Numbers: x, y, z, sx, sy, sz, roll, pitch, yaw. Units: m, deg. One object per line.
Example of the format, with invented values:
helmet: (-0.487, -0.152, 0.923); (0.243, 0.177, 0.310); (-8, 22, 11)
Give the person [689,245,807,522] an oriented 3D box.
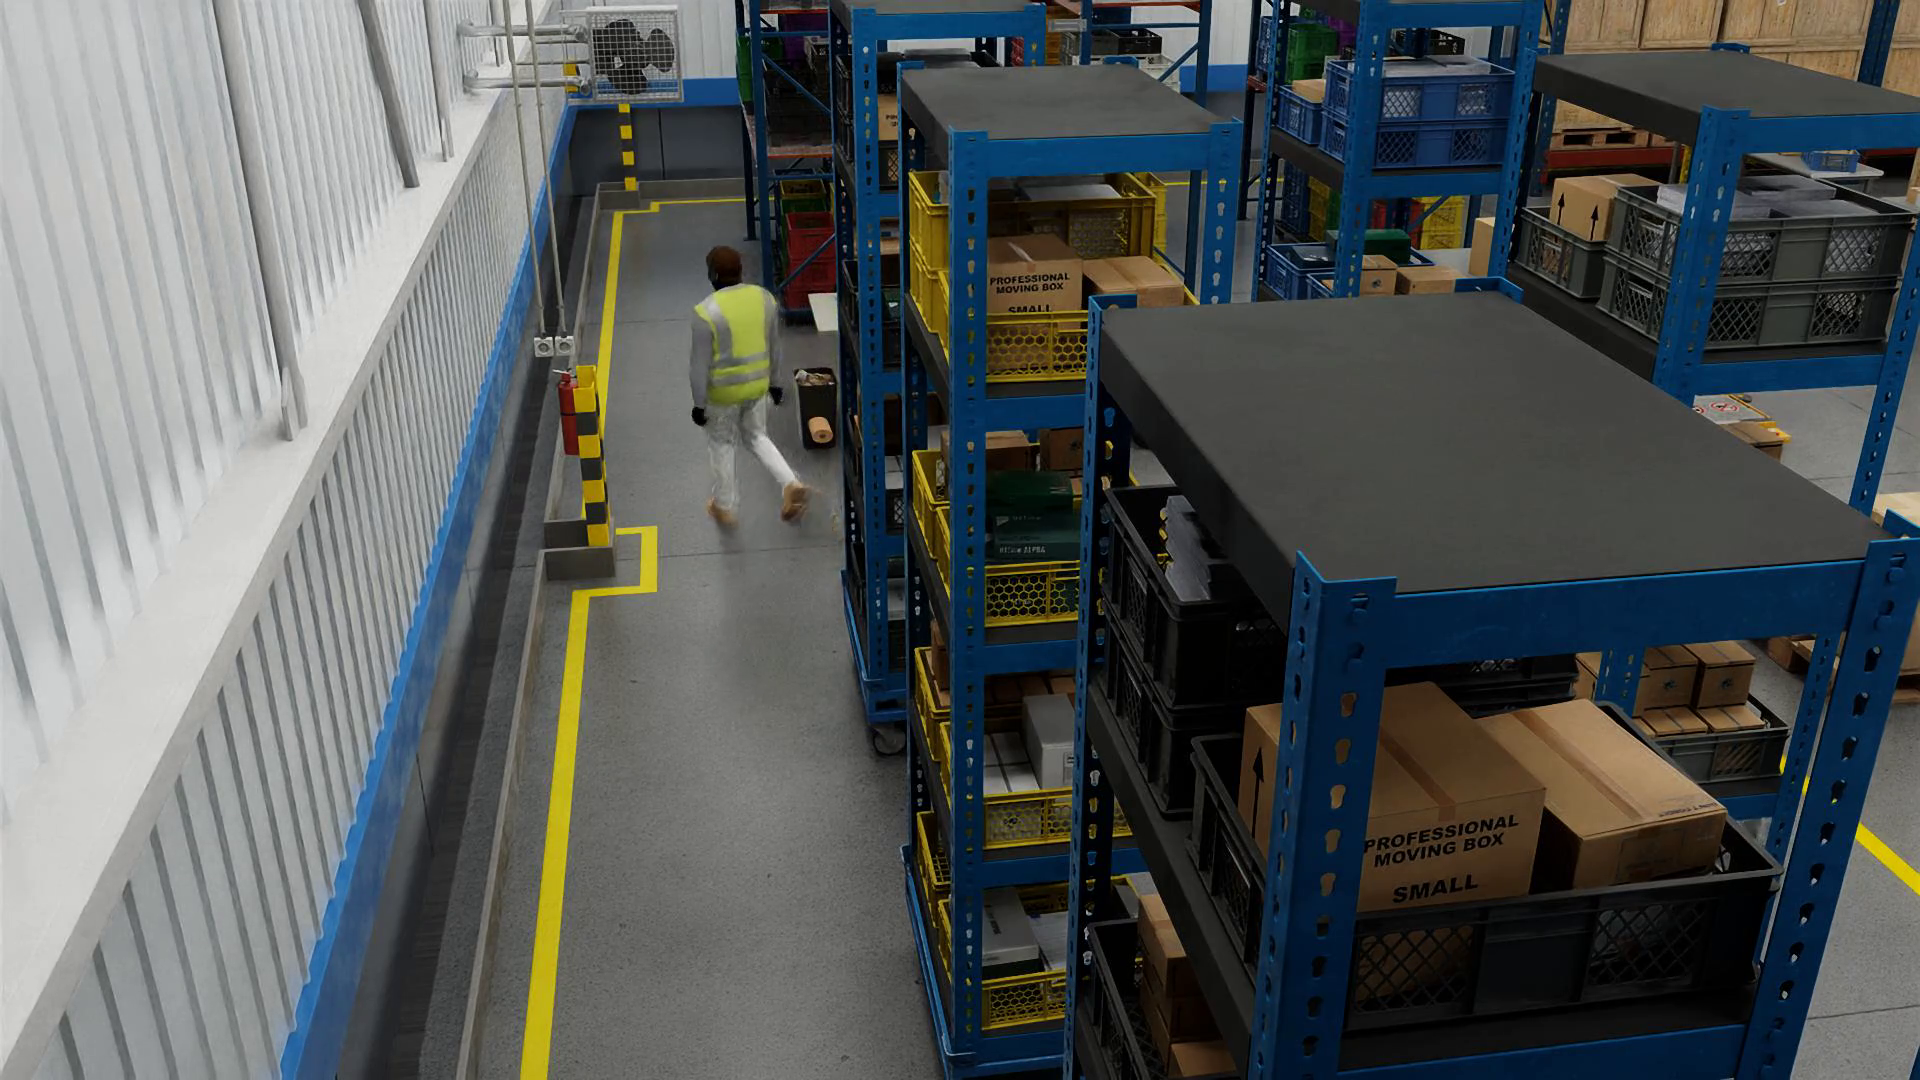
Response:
person: (-1.357, -0.936, 10.468); (0.659, 1.815, 0.678); (-22, 33, -39)
